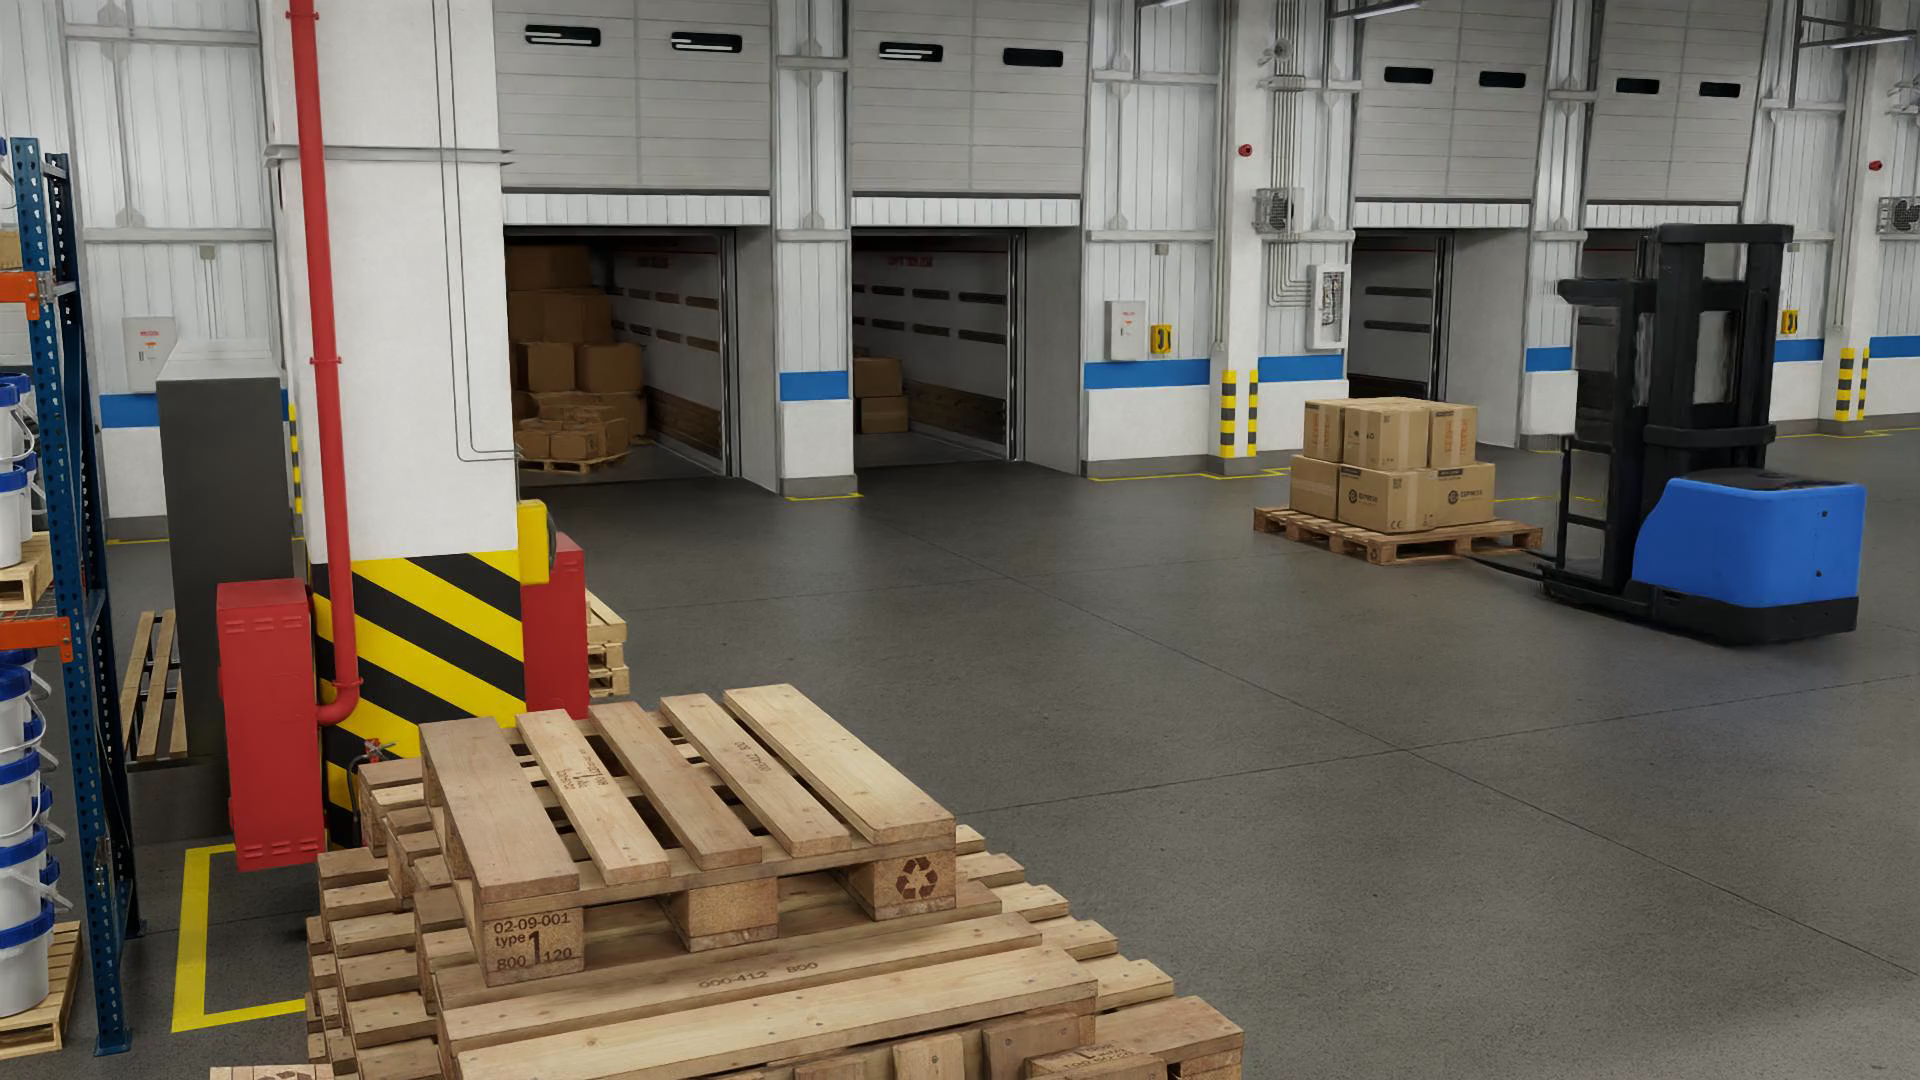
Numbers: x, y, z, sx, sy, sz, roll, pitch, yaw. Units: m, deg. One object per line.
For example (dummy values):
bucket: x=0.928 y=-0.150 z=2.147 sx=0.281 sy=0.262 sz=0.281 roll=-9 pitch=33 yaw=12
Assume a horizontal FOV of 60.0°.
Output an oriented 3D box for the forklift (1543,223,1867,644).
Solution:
forklift: x=5.296 y=-0.822 z=11.716 sx=1.129 sy=2.768 sz=1.873 roll=-4 pitch=11 yaw=-23
